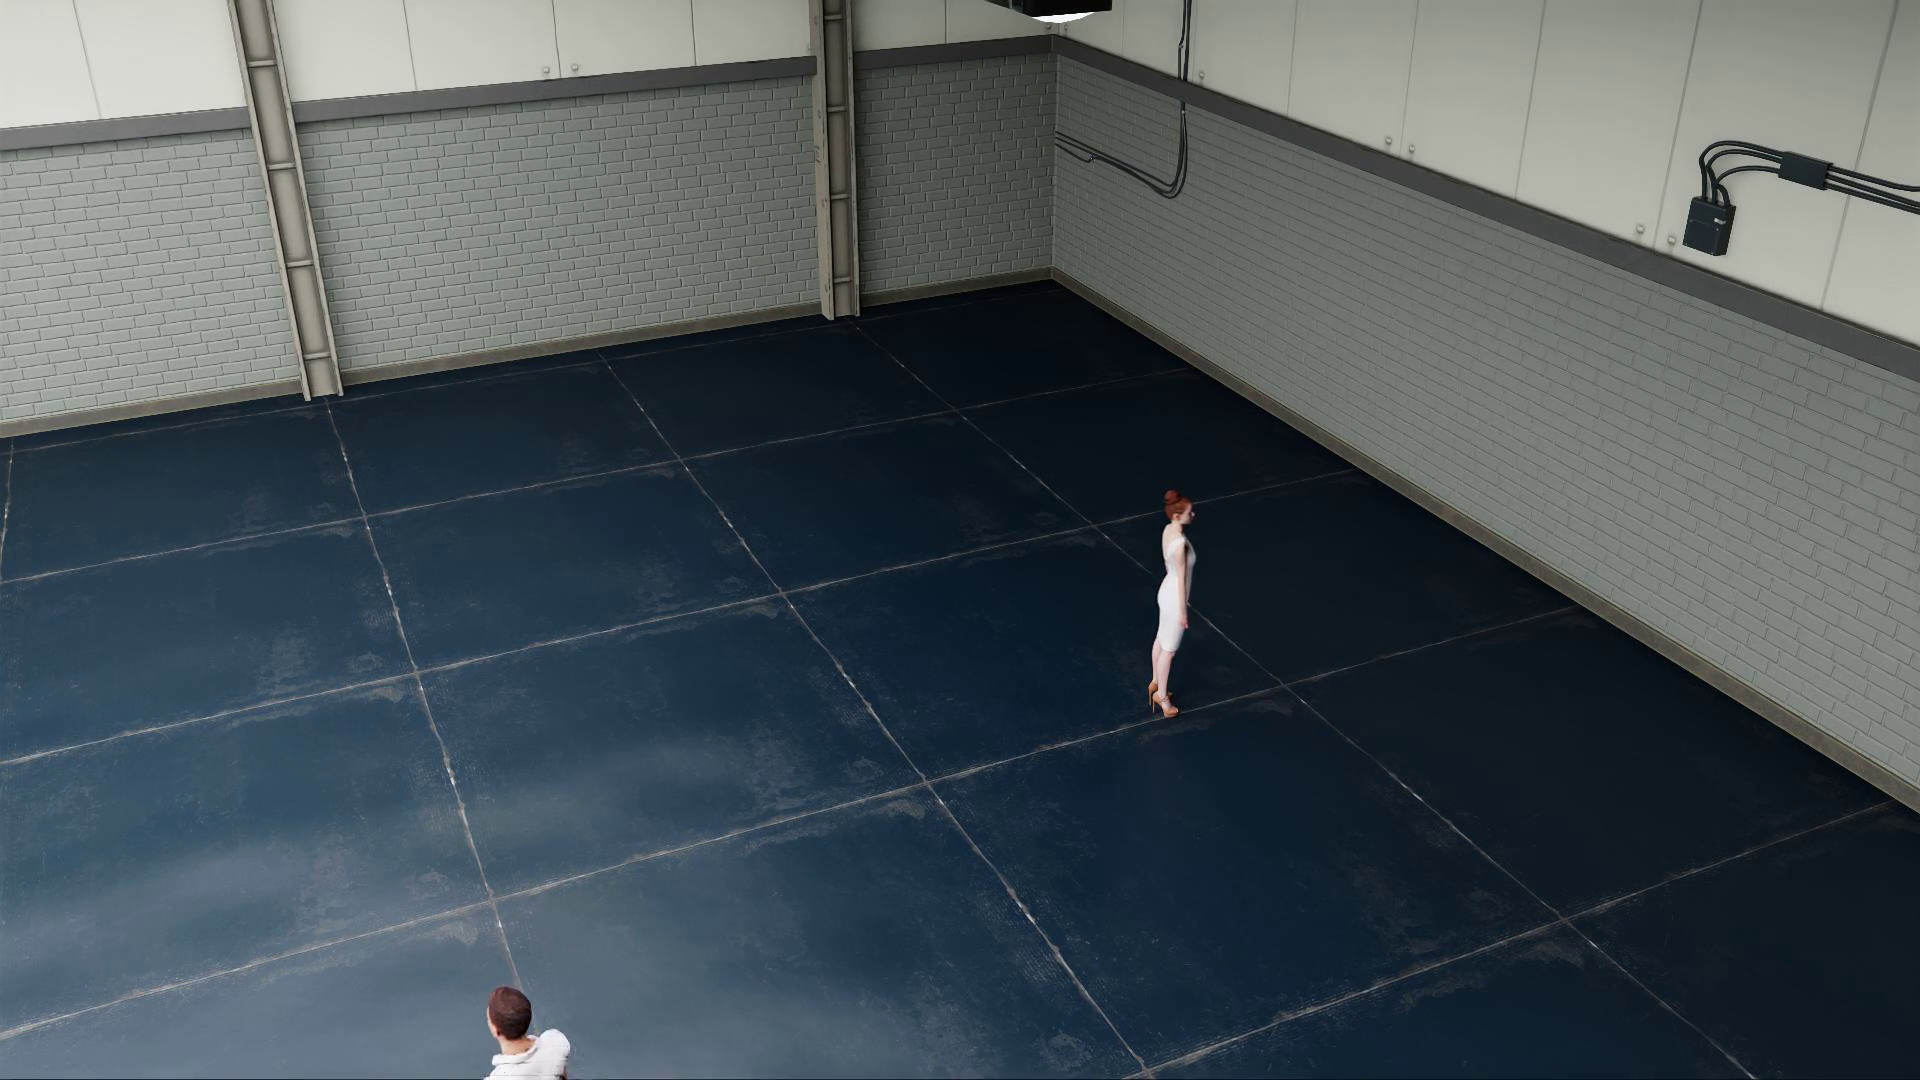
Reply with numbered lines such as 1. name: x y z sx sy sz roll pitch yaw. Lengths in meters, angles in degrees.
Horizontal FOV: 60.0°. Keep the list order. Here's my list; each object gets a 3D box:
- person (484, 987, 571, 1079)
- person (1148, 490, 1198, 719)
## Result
1. person: -1.841 2.800 7.456 0.852 1.836 0.772 19 33 33
2. person: 1.536 0.455 12.058 0.608 1.792 0.641 -2 27 -3
